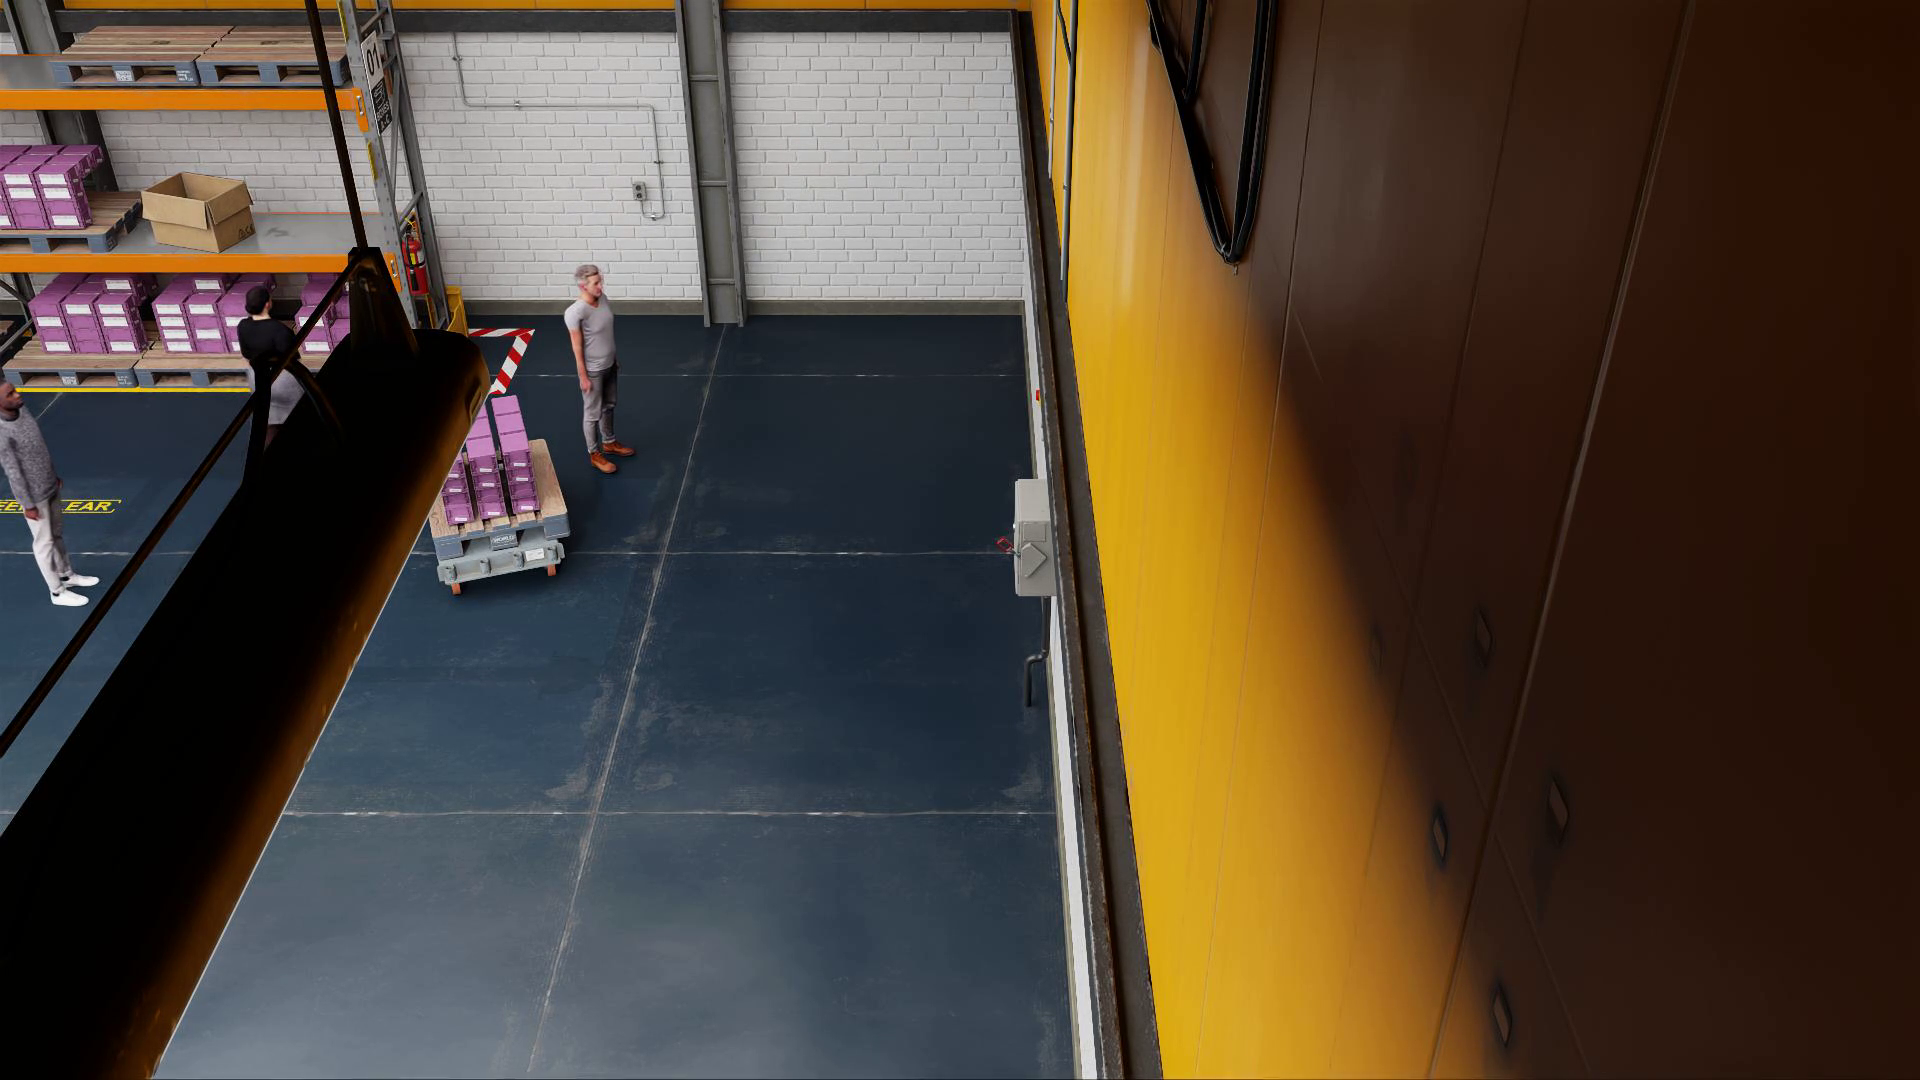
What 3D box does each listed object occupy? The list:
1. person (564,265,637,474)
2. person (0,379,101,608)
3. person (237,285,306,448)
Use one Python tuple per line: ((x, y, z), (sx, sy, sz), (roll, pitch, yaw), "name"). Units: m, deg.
((-3.053, -1.463, 13.933), (0.688, 1.828, 0.757), (11, 35, 16), "person")
((-6.832, -0.368, 12.275), (0.570, 1.839, 0.697), (-3, 34, -4), "person")
((-5.621, -1.268, 13.703), (0.649, 1.758, 0.793), (8, 34, 12), "person")
